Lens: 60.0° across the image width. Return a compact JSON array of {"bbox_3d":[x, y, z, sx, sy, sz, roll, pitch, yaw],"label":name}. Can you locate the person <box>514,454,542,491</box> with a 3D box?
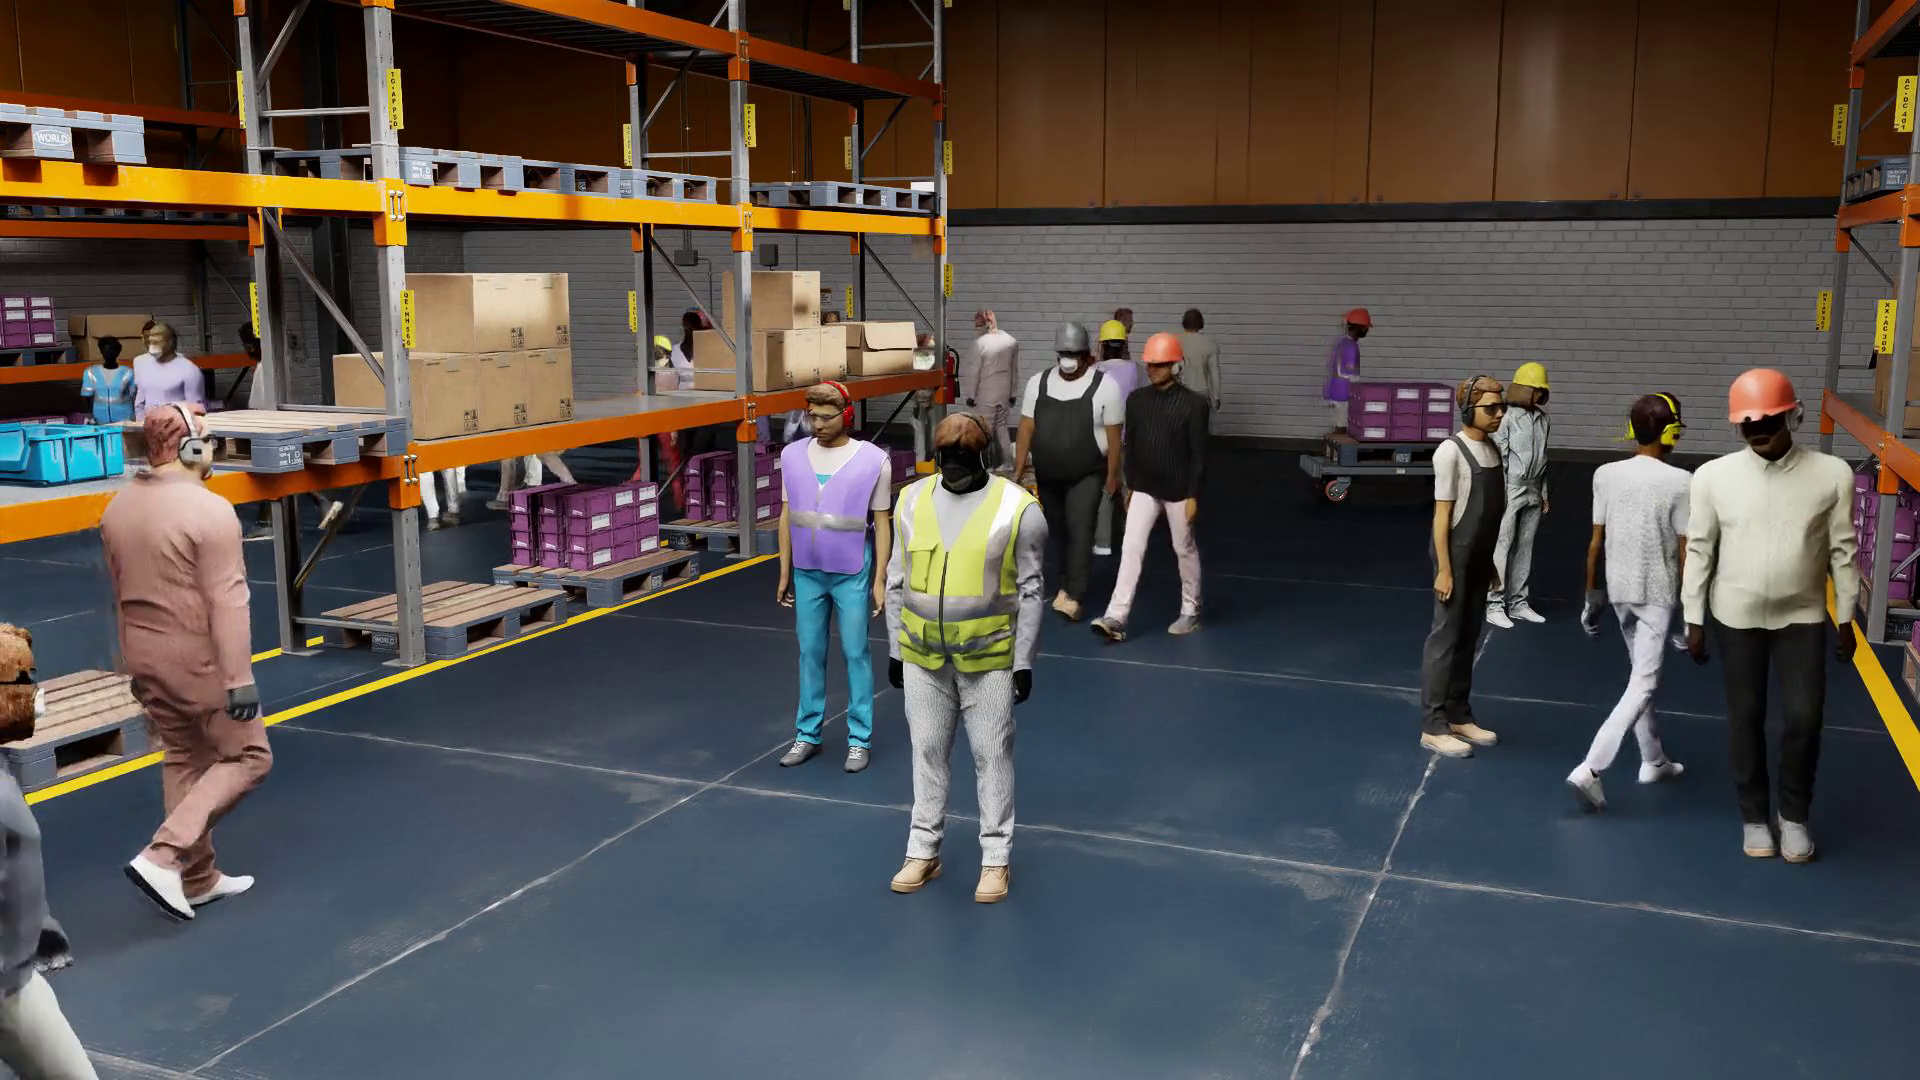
[{"bbox_3d":[-4.512,-1.388,17.269,0.404,1.837,0.590,-3,10,-20],"label":"person"}]

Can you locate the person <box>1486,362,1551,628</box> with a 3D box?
[{"bbox_3d":[3.704,-0.299,10.959,0.486,1.742,0.300,-6,11,-31],"label":"person"}]

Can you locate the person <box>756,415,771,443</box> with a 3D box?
[{"bbox_3d":[-2.522,-1.999,20.860,0.501,1.885,0.727,-5,10,-26],"label":"person"}]

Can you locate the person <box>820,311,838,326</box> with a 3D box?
[{"bbox_3d":[-1.510,-1.704,19.169,0.430,1.845,0.624,3,10,18],"label":"person"}]

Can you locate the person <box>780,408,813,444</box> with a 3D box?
[{"bbox_3d":[-1.880,-1.481,18.174,0.846,1.717,0.567,-3,10,-19],"label":"person"}]

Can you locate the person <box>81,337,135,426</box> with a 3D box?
[{"bbox_3d":[-8.557,-1.220,16.796,0.538,1.644,0.905,-2,10,-12],"label":"person"}]

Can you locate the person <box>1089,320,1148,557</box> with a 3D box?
[{"bbox_3d":[1.243,-0.826,13.588,0.593,1.925,0.384,-4,10,-21],"label":"person"}]

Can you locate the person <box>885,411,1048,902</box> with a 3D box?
[{"bbox_3d":[0.002,0.433,6.233,0.625,1.841,0.429,3,10,19],"label":"person"}]

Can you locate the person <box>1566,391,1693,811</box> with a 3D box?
[{"bbox_3d":[2.999,0.258,7.341,0.960,1.832,0.522,-6,11,-32],"label":"person"}]

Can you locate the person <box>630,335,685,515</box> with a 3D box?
[{"bbox_3d":[-2.862,-1.051,15.578,0.535,1.730,0.841,6,11,33],"label":"person"}]

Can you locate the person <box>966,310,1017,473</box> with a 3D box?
[{"bbox_3d":[0.351,-1.636,18.658,0.675,1.882,0.458,-9,13,-42],"label":"person"}]

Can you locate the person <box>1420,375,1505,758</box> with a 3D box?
[{"bbox_3d":[2.473,0.119,8.111,0.506,1.846,0.348,-9,13,-44],"label":"person"}]

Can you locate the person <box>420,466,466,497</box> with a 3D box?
[{"bbox_3d":[-5.375,-1.346,16.983,0.580,1.839,0.942,3,10,19],"label":"person"}]

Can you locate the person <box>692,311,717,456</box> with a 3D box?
[{"bbox_3d":[-2.595,-1.445,17.437,0.910,1.890,0.549,3,10,20],"label":"person"}]

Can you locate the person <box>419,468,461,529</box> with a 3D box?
[{"bbox_3d":[-4.809,-1.033,15.039,0.597,1.856,0.622,-4,10,-23],"label":"person"}]

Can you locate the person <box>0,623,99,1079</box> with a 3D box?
[{"bbox_3d":[-2.067,0.963,3.738,0.810,1.595,0.519,-7,12,-38],"label":"person"}]

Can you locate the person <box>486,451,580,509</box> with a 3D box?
[{"bbox_3d":[-4.131,-1.237,16.073,0.972,1.949,0.658,3,10,17],"label":"person"}]

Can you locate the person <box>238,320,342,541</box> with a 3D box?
[{"bbox_3d":[-5.854,-0.943,14.355,0.833,1.920,0.643,-4,10,-22],"label":"person"}]

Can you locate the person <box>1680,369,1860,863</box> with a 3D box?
[{"bbox_3d":[3.194,0.310,6.580,0.648,1.966,0.508,4,10,23],"label":"person"}]

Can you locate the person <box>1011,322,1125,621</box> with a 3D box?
[{"bbox_3d":[0.692,-0.487,11.194,0.704,2.000,0.983,5,10,26],"label":"person"}]

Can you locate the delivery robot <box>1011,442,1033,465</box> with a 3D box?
[{"bbox_3d":[0.927,-0.974,18.350,0.707,0.478,0.477,3,10,18],"label":"delivery robot"}]

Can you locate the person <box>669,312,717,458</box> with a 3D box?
[{"bbox_3d":[-2.724,-1.408,17.213,0.595,1.905,0.596,3,10,16],"label":"person"}]

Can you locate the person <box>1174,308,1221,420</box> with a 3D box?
[{"bbox_3d":[2.539,-1.604,18.378,0.637,1.918,0.883,5,11,27],"label":"person"}]

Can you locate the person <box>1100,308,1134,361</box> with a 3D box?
[{"bbox_3d":[1.915,-1.789,19.608,0.947,1.856,0.674,0,9,0],"label":"person"}]

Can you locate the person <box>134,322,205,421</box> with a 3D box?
[{"bbox_3d":[-6.423,-0.832,13.658,0.636,1.921,0.715,3,10,20],"label":"person"}]

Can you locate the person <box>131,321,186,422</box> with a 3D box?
[{"bbox_3d":[-7.548,-1.137,15.708,0.573,1.841,0.720,0,9,-2],"label":"person"}]

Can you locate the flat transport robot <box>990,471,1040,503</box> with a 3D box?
[{"bbox_3d":[0.646,-0.531,16.808,0.652,0.197,1.431,-7,12,-37],"label":"flat transport robot"}]

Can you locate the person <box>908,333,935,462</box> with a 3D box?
[{"bbox_3d":[-0.399,-1.500,18.560,0.349,1.624,0.552,8,12,40],"label":"person"}]

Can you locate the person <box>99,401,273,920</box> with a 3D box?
[{"bbox_3d":[-2.789,0.450,5.967,0.663,1.889,0.497,6,11,31],"label":"person"}]

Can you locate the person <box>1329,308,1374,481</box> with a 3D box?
[{"bbox_3d":[4.277,-1.566,18.125,0.618,1.912,0.549,2,10,10],"label":"person"}]

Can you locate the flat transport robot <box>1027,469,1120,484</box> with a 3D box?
[{"bbox_3d":[1.276,-0.677,17.692,1.431,0.197,0.652,-8,12,-39],"label":"flat transport robot"}]

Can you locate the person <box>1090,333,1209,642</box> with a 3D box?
[{"bbox_3d":[1.238,-0.317,10.448,0.654,1.938,1.019,7,12,35],"label":"person"}]

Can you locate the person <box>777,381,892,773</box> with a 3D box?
[{"bbox_3d":[-0.589,0.169,7.834,0.563,1.838,0.389,3,10,18],"label":"person"}]
